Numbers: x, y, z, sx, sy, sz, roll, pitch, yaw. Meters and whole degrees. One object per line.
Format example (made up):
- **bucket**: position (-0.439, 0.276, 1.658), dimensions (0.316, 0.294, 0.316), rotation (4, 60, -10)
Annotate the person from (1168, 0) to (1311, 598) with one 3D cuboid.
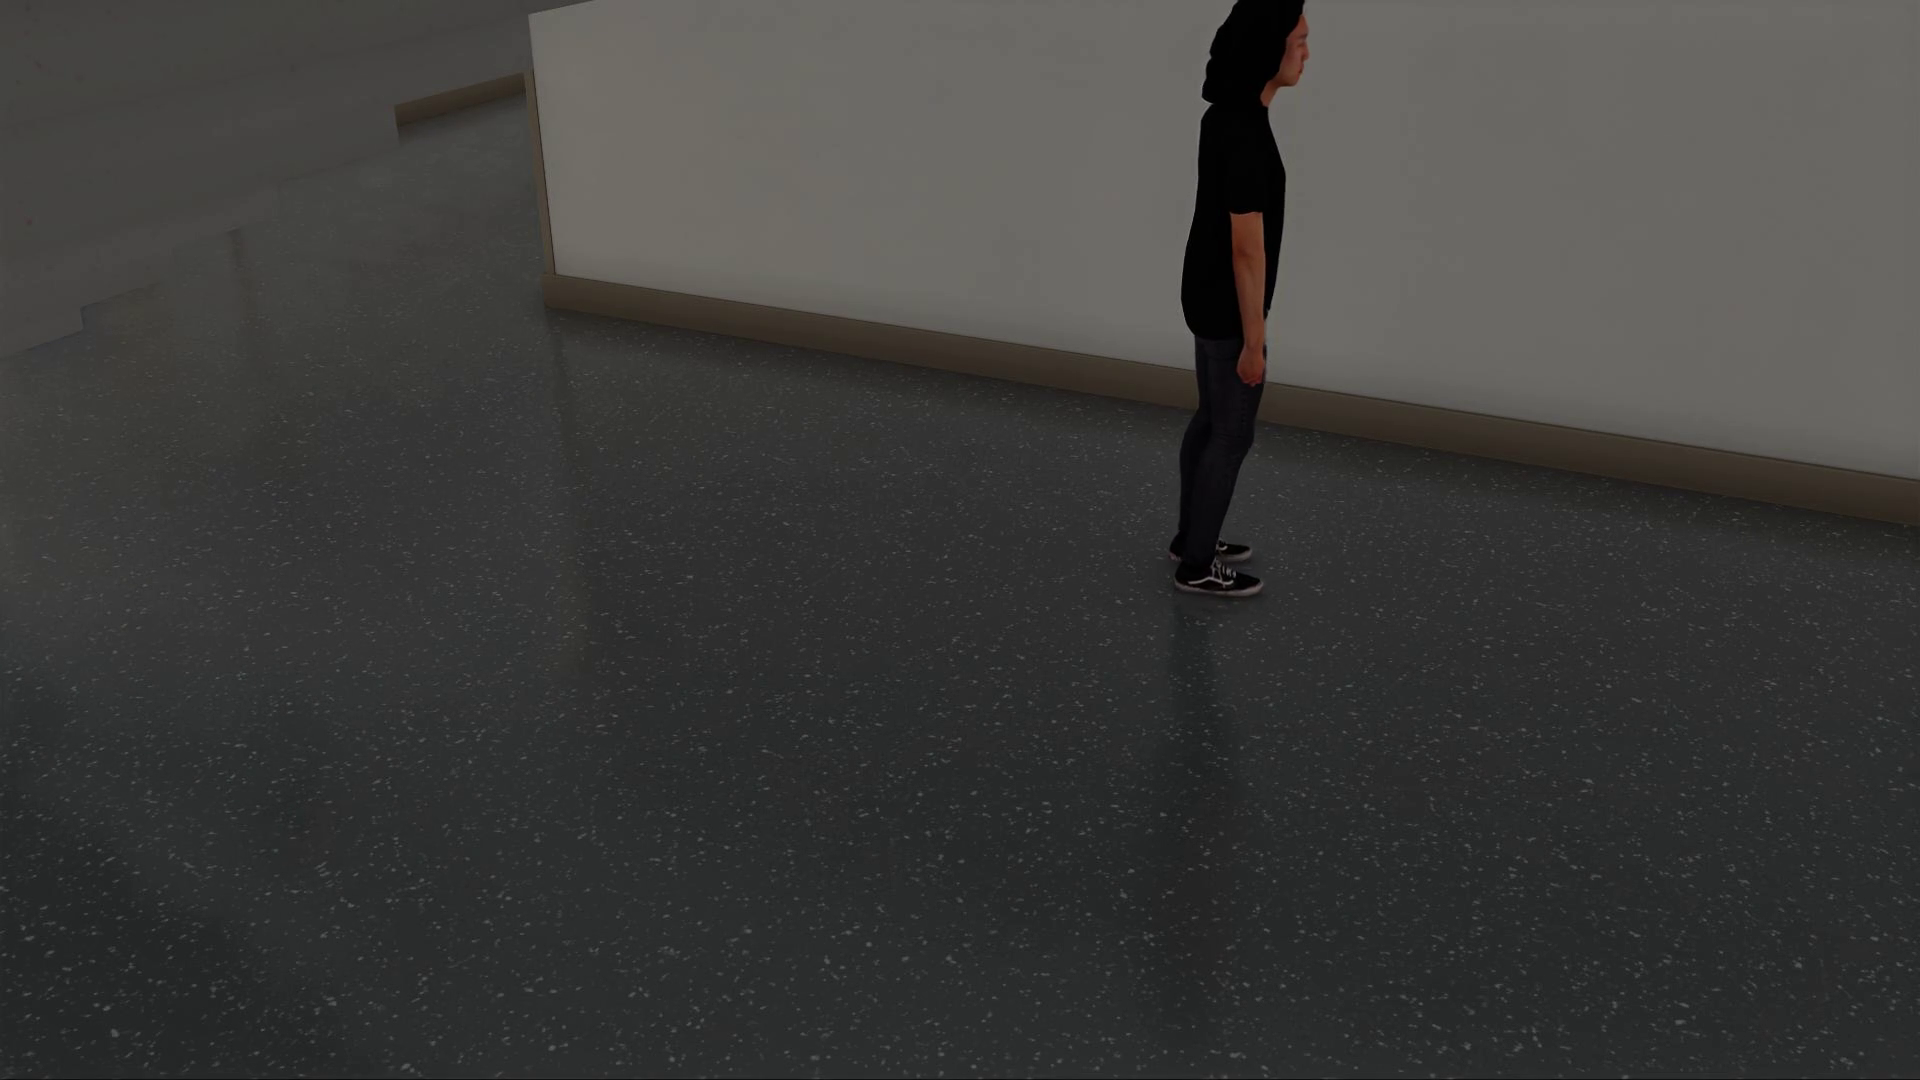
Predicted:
- **person**: position (0.784, -0.695, 4.935), dimensions (0.695, 1.802, 0.710), rotation (-1, 26, -3)
